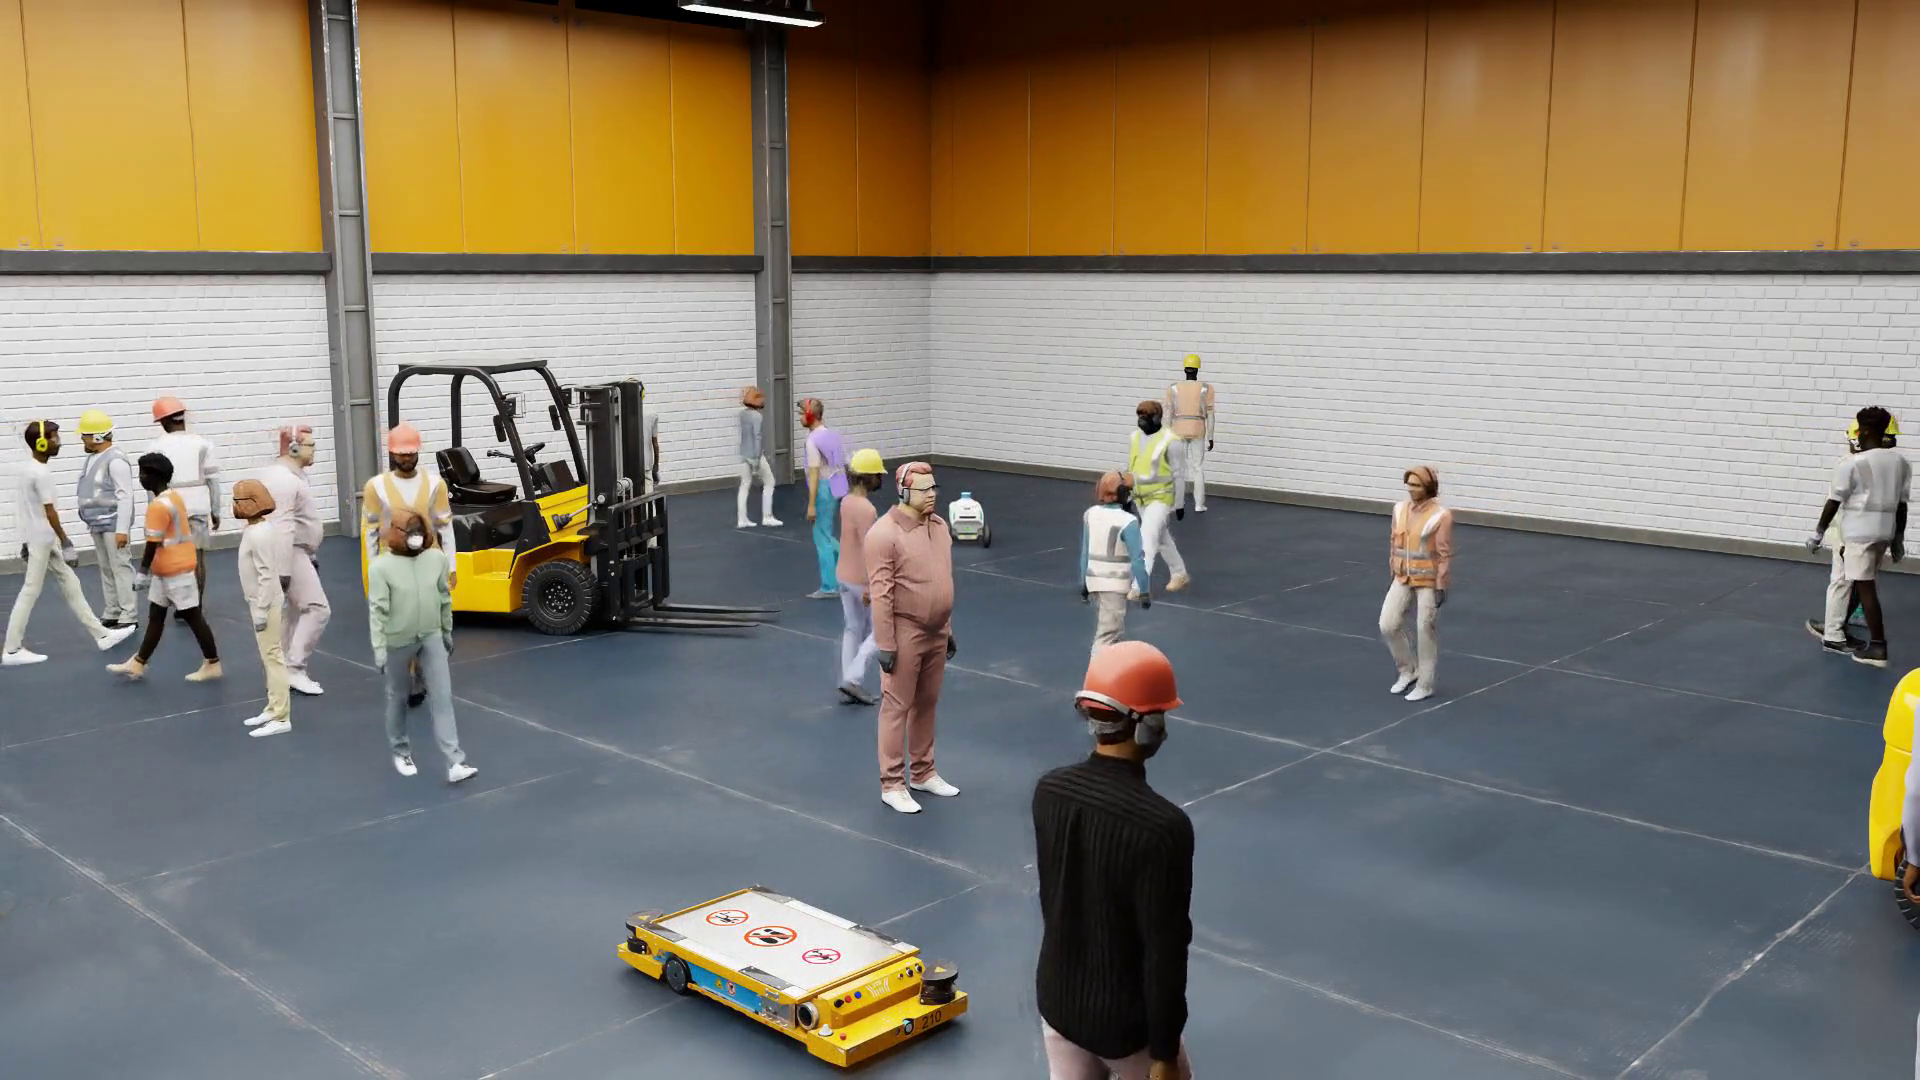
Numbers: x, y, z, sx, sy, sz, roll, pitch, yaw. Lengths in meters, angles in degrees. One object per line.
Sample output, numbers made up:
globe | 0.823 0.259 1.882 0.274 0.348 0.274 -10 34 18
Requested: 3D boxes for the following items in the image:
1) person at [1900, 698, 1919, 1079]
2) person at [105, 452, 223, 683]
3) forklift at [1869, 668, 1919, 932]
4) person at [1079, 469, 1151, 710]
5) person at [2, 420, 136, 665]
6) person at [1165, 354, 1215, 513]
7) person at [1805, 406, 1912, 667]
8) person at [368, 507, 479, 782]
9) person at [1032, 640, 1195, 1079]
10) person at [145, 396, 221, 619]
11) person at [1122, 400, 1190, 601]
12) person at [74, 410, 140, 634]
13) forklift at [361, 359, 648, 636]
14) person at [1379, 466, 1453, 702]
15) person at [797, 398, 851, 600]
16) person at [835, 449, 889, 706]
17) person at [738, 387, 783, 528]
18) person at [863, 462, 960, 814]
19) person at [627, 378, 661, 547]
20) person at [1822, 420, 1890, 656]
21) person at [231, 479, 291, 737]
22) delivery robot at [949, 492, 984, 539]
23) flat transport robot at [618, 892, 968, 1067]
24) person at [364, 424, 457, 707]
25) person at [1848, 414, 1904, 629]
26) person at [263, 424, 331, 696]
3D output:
person | 3.450 1.094 5.490 0.614 1.945 0.401 8 12 42
person | -5.673 0.213 11.739 0.835 1.652 0.541 -3 10 -18
forklift | 5.205 0.723 7.013 2.313 2.155 1.214 9 13 43
person | 1.105 0.328 11.218 0.784 1.607 0.532 -6 11 -33
person | -6.777 0.011 12.504 0.967 1.815 0.554 -6 11 -33
person | 2.785 -1.288 20.157 0.595 1.925 0.371 2 9 11
person | 6.792 -0.057 12.621 0.614 1.917 0.929 -3 10 -19
person | -3.083 0.613 9.488 0.531 1.592 0.816 -8 12 -40
person | 0.511 1.236 4.541 0.809 1.965 0.650 -7 12 -37
person | -6.454 -0.245 13.850 0.576 1.902 0.434 -6 11 -35
person | 1.789 -0.380 15.030 0.916 1.800 0.635 -6 11 -32
person | -6.860 -0.133 13.379 0.591 1.828 0.404 9 13 43
forklift | -3.850 -0.407 13.936 2.313 2.155 1.214 2 9 11
person | 3.107 0.302 11.315 0.382 1.623 0.538 -6 11 -34
person | -1.184 -0.359 14.806 0.522 1.820 0.572 2 9 9
person | -0.647 0.261 11.189 0.365 1.753 0.537 -5 10 -27
person | -2.301 -0.944 19.028 0.631 1.610 0.504 -8 12 -39
person | -0.234 0.519 9.138 0.410 1.909 0.643 6 11 35
person | -3.234 -0.682 16.614 0.518 1.874 0.327 -7 12 -37
person | 6.883 -0.039 12.792 0.404 1.829 0.600 7 11 36
person | -4.437 0.424 10.552 0.285 1.633 0.501 -4 10 -25
delivery robot | 0.066 -0.265 17.796 0.477 0.478 0.707 0 9 -3
flat transport robot | -0.708 1.722 6.767 1.431 0.197 0.652 9 13 43
person | -3.689 0.177 11.257 0.570 1.896 0.930 -5 10 -28
person | 7.544 -0.161 13.741 0.326 1.767 0.533 3 10 16
person | -4.594 0.141 11.511 0.484 1.887 0.665 -4 10 -24
